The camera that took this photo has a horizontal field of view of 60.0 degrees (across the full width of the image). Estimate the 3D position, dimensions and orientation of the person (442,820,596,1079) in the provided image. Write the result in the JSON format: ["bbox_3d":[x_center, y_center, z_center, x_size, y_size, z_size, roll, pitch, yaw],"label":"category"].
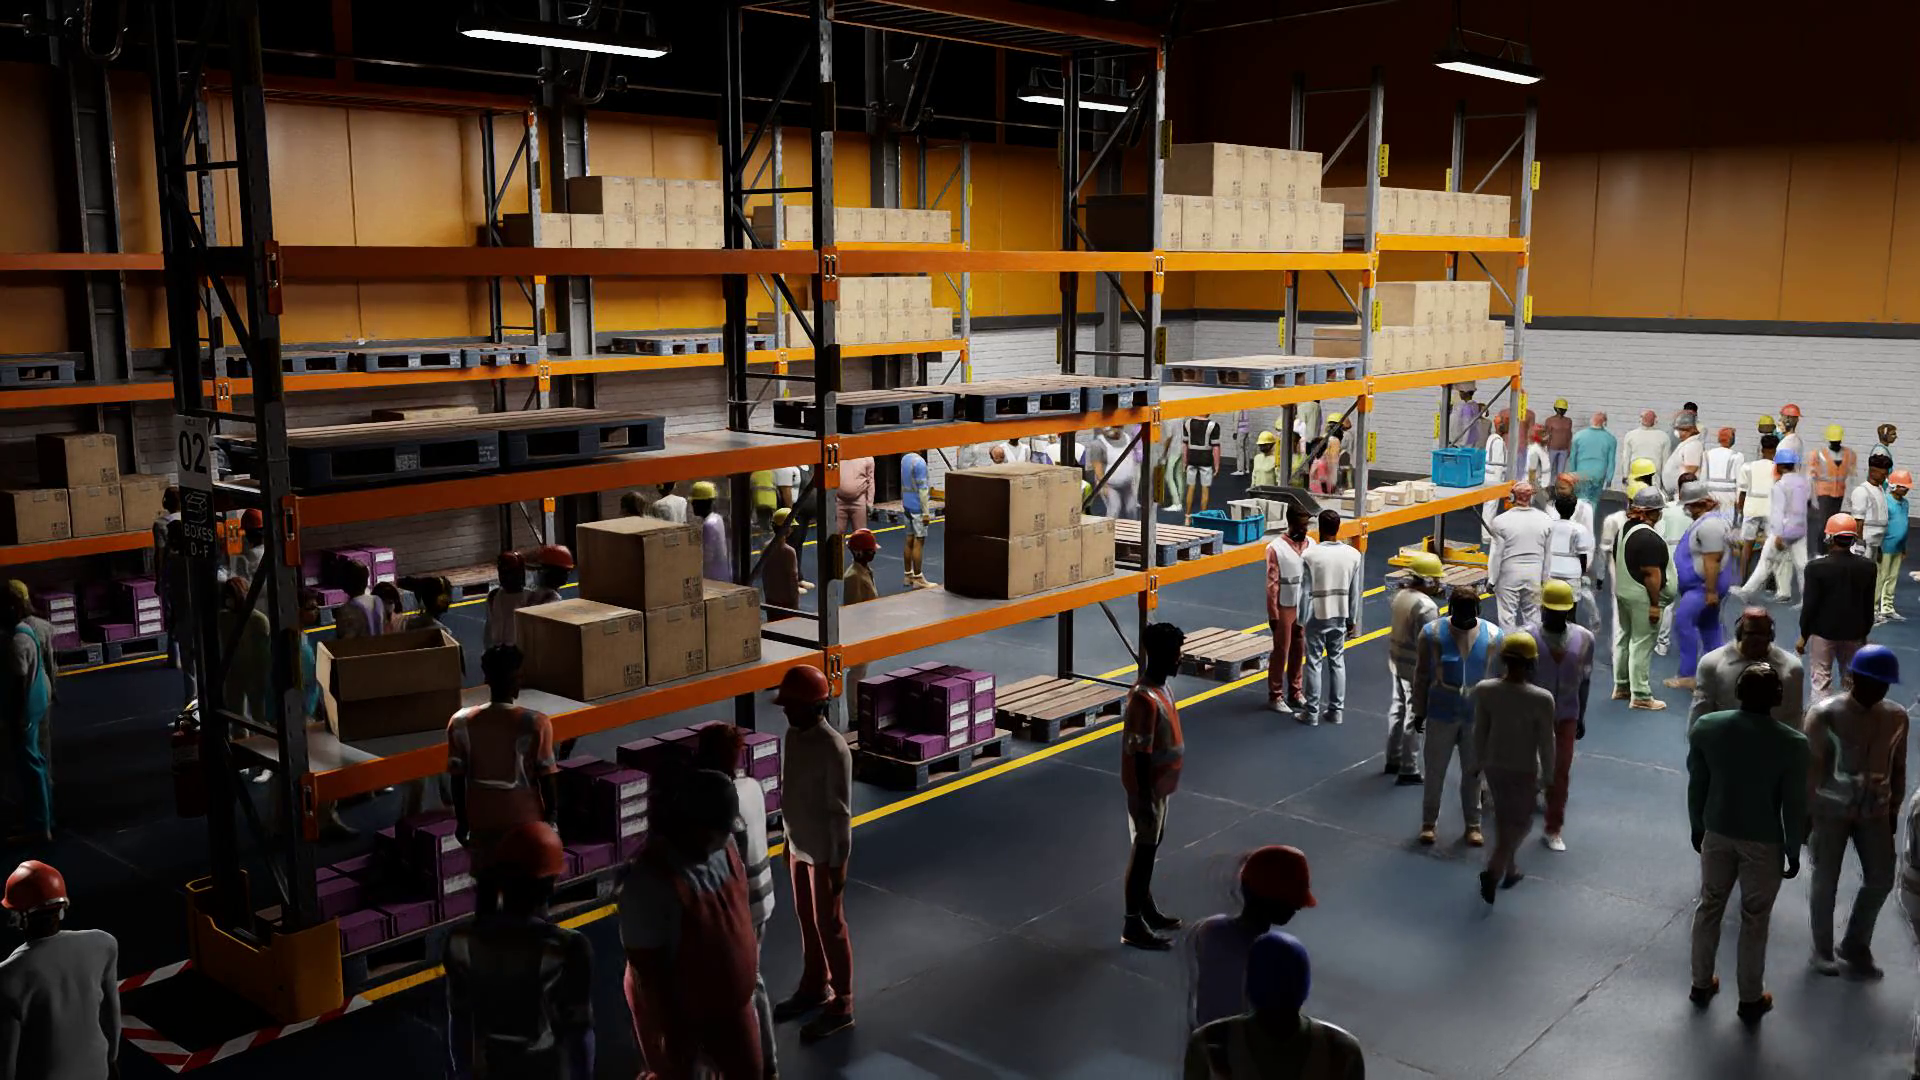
[{"bbox_3d":[-1.661,2.056,6.204,0.616,2.002,1.013,2,10,10],"label":"person"}]

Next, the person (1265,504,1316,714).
[{"bbox_3d":[2.982,0.615,15.026,0.598,1.908,0.410,-7,12,-36],"label":"person"}]

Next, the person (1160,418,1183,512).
[{"bbox_3d":[3.498,-1.375,27.146,0.347,1.832,0.672,6,11,33],"label":"person"}]

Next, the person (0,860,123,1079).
[{"bbox_3d":[-3.569,2.109,6.546,0.330,1.750,0.573,5,11,25],"label":"person"}]

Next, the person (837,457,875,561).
[{"bbox_3d":[-1.430,-0.486,21.584,0.638,1.910,0.407,0,10,3],"label":"person"}]

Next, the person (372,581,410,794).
[{"bbox_3d":[-4.406,1.118,12.823,0.281,1.631,0.507,3,10,18],"label":"person"}]

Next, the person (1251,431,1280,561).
[{"bbox_3d":[4.168,-0.601,22.690,0.314,1.767,0.534,-7,12,-36],"label":"person"}]

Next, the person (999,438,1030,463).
[{"bbox_3d":[0.730,-0.692,22.742,0.542,1.931,0.376,-4,10,-25],"label":"person"}]

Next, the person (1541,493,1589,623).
[{"bbox_3d":[6.233,0.354,17.195,0.531,1.698,0.320,9,13,43],"label":"person"}]

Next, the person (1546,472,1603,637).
[{"bbox_3d":[6.585,0.174,17.837,0.950,1.852,0.626,-7,12,-35],"label":"person"}]

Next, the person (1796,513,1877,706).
[{"bbox_3d":[7.270,0.767,13.839,0.612,1.995,0.392,0,10,-1],"label":"person"}]

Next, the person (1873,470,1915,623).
[{"bbox_3d":[10.523,0.069,18.770,0.567,1.741,0.353,-6,11,-31],"label":"person"}]

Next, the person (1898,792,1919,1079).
[{"bbox_3d":[4.847,1.799,8.079,0.477,1.867,0.645,9,13,44],"label":"person"}]

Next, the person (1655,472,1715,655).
[{"bbox_3d":[7.444,0.259,17.148,0.585,1.911,0.391,2,10,14],"label":"person"}]

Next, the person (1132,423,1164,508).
[{"bbox_3d":[3.069,-1.334,27.510,0.534,1.621,0.560,9,13,43],"label":"person"}]

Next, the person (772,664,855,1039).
[{"bbox_3d":[-0.784,1.621,8.784,0.409,1.986,0.621,-6,11,-31],"label":"person"}]

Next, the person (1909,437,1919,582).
[{"bbox_3d":[12.359,-0.479,21.192,0.412,2.032,0.607,3,10,16],"label":"person"}]

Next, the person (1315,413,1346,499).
[{"bbox_3d":[5.345,-0.894,24.072,0.477,1.897,0.647,-1,10,-9],"label":"person"}]

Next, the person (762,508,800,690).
[{"bbox_3d":[-1.661,0.572,15.688,0.320,1.767,0.534,-7,12,-38],"label":"person"}]

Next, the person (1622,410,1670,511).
[{"bbox_3d":[10.071,-0.962,24.459,0.640,1.900,0.398,4,10,21],"label":"person"}]

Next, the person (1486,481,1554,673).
[{"bbox_3d":[5.527,0.368,16.482,0.636,1.911,0.405,-1,10,-4],"label":"person"}]

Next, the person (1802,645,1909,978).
[{"bbox_3d":[5.050,1.538,9.437,0.661,1.932,0.490,0,10,3],"label":"person"}]

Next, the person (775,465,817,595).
[{"bbox_3d":[-1.978,-0.363,20.450,0.537,2.000,0.675,2,10,12],"label":"person"}]

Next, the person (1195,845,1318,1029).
[{"bbox_3d":[1.159,2.062,6.407,0.824,1.884,0.569,-6,11,-31],"label":"person"}]

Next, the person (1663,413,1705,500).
[{"bbox_3d":[9.838,-0.725,22.613,0.537,2.000,0.692,3,10,19],"label":"person"}]

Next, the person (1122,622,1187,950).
[{"bbox_3d":[1.155,1.443,9.918,0.372,1.957,0.605,3,10,15],"label":"person"}]

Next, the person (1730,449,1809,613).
[{"bbox_3d":[9.596,-0.119,19.427,0.607,1.883,1.014,-5,11,-27],"label":"person"}]

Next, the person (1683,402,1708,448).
[{"bbox_3d":[11.318,-1.189,25.788,0.392,1.910,0.585,-3,10,-19],"label":"person"}]

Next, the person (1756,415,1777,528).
[{"bbox_3d":[12.298,-1.046,25.448,0.486,1.738,0.320,-9,13,-44],"label":"person"}]

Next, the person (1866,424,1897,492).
[{"bbox_3d":[12.707,-0.690,22.985,0.350,1.846,0.506,5,11,25],"label":"person"}]

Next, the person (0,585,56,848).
[{"bbox_3d":[-6.567,1.217,11.621,0.340,1.839,0.505,-5,11,-25],"label":"person"}]

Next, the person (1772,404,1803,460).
[{"bbox_3d":[12.082,-1.001,24.406,0.391,1.991,0.612,1,10,5],"label":"person"}]

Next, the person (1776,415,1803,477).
[{"bbox_3d":[11.627,-0.799,23.391,0.363,1.933,0.631,8,12,39],"label":"person"}]

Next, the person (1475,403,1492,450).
[{"bbox_3d":[8.990,-1.557,28.797,0.500,1.633,0.280,-3,10,-20],"label":"person"}]

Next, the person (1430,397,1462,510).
[{"bbox_3d":[7.985,-1.436,27.385,0.586,1.870,0.990,-3,10,-18],"label":"person"}]

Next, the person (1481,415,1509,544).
[{"bbox_3d":[7.721,-0.871,23.997,0.349,1.879,0.568,1,10,8],"label":"person"}]

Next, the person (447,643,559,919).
[{"bbox_3d":[-2.535,1.544,9.295,0.609,1.963,0.367,1,10,5],"label":"person"}]

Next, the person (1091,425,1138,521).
[{"bbox_3d":[2.211,-0.825,23.210,0.758,2.000,0.547,-5,11,-26],"label":"person"}]

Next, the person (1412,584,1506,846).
[{"bbox_3d":[3.481,1.217,11.612,0.633,1.843,0.429,2,10,10],"label":"person"}]

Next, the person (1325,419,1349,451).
[{"bbox_3d":[5.655,-1.012,25.239,0.485,1.737,0.321,-4,10,-23],"label":"person"}]

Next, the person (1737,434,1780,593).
[{"bbox_3d":[9.919,-0.334,20.543,0.603,1.957,0.378,7,12,37],"label":"person"}]

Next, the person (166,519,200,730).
[{"bbox_3d":[-6.671,0.735,14.435,0.521,1.864,0.334,4,10,24],"label":"person"}]

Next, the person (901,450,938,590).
[{"bbox_3d":[-0.523,-0.402,20.670,0.366,2.047,0.607,-4,10,-25],"label":"person"}]
